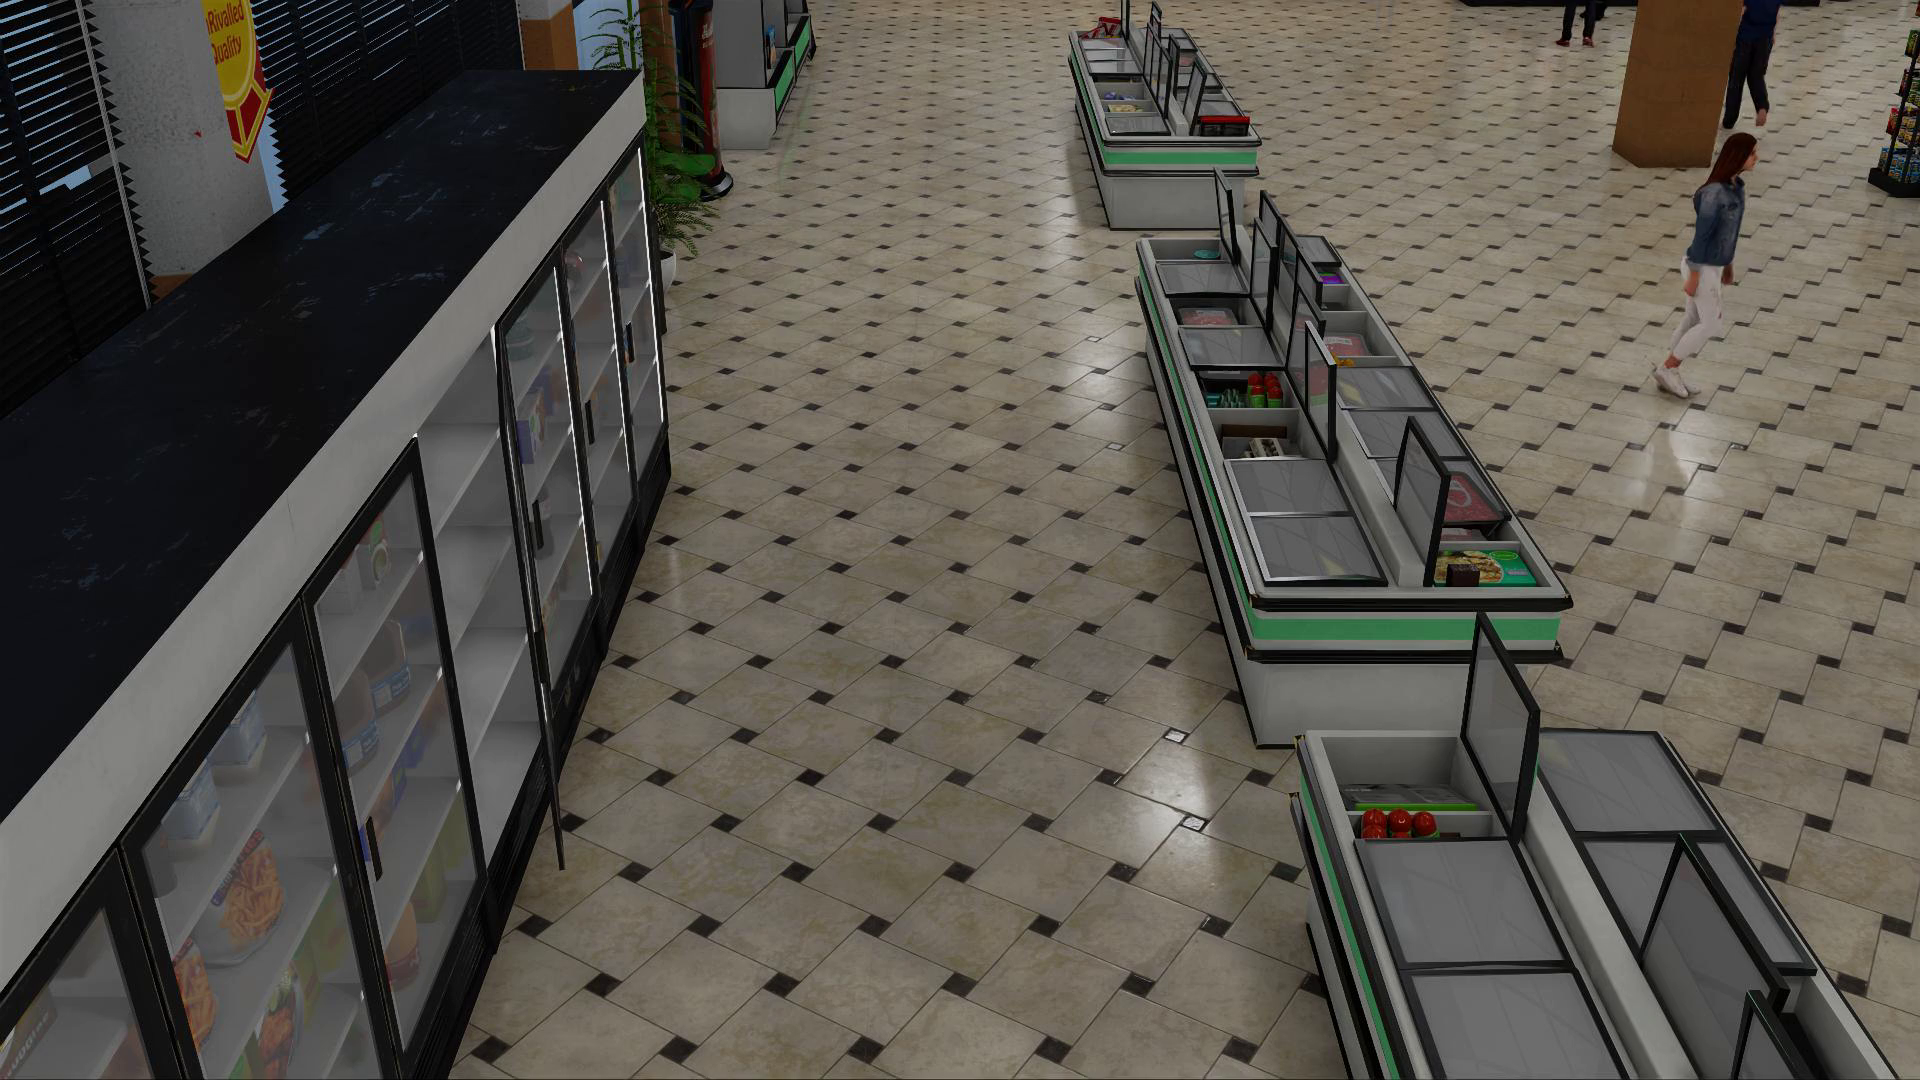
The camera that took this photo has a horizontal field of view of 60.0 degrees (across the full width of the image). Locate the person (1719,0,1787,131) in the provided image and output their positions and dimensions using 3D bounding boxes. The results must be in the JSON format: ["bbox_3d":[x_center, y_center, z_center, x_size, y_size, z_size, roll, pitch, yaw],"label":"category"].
[{"bbox_3d":[8.053,-5.041,16.782,0.658,1.858,0.869,0,27,1],"label":"person"}]

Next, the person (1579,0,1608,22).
[{"bbox_3d":[8.881,-8.119,22.875,0.841,1.837,0.728,15,31,27],"label":"person"}]

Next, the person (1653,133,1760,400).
[{"bbox_3d":[4.569,-1.708,10.401,0.788,1.686,0.718,22,34,36],"label":"person"}]

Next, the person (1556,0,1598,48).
[{"bbox_3d":[7.940,-7.203,21.069,0.752,1.836,0.670,2,27,4],"label":"person"}]
